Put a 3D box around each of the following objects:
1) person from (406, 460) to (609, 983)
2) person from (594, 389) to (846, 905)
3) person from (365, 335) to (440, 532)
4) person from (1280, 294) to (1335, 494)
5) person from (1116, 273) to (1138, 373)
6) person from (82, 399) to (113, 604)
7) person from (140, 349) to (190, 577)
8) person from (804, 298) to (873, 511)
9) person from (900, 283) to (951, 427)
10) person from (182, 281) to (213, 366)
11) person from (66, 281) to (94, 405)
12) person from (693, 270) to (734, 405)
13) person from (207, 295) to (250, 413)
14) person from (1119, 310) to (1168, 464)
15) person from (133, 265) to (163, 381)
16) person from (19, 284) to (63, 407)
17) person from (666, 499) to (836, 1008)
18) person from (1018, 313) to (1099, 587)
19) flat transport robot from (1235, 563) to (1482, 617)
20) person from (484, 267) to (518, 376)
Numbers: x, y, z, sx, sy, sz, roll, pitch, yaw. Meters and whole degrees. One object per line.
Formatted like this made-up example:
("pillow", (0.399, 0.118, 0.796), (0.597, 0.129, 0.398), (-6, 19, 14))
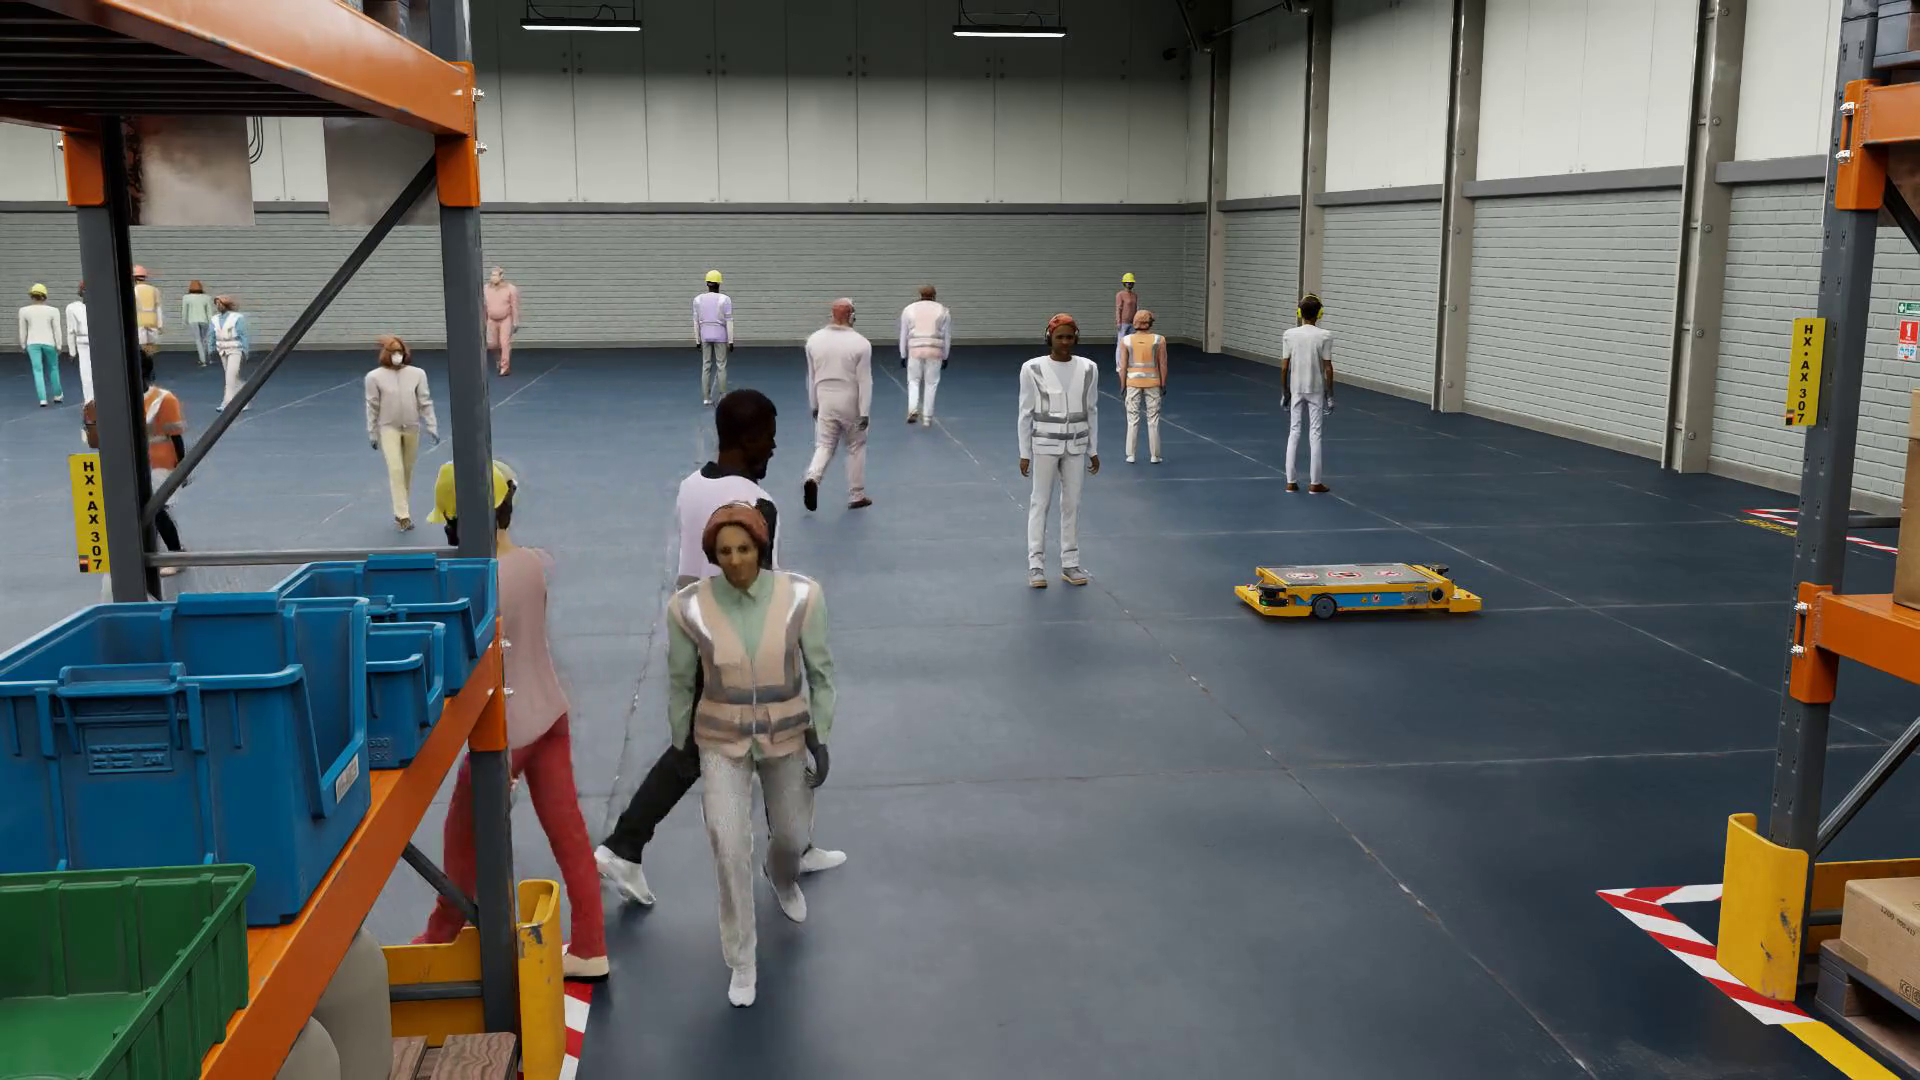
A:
("person", (-1.525, 0.589, 5.289), (0.860, 1.712, 0.556), (2, 10, 9))
("person", (-0.892, 0.388, 6.038), (0.945, 1.876, 0.600), (-8, 13, -37))
("person", (-4.548, -0.867, 13.632), (0.519, 1.595, 0.810), (-8, 13, -38))
("person", (3.272, -1.369, 15.634), (0.532, 1.876, 0.321), (6, 12, 29))
("person", (2.974, -3.842, 29.489), (0.533, 1.768, 0.311), (-9, 14, -42))
("person", (-4.163, 0.068, 8.462), (0.618, 1.611, 0.510), (-4, 11, -22))
("person", (-5.655, -0.505, 11.500), (0.551, 1.641, 0.886), (3, 11, 14))
("person", (-1.064, -1.176, 14.561), (0.647, 1.878, 0.798), (4, 11, 20))
("person", (-0.431, -2.331, 21.057), (0.647, 1.822, 0.460), (1, 10, 4))
("person", (-14.273, -4.051, 31.126), (0.503, 1.585, 0.842), (-9, 14, -40))
("person", (-11.158, -2.415, 21.436), (0.602, 1.842, 0.910), (-5, 11, -25))
("person", (-3.512, -2.885, 23.798), (0.591, 1.927, 0.366), (2, 11, 12))
("person", (-10.003, -2.509, 22.596), (0.548, 1.599, 0.802), (4, 11, 20))
("person", (1.945, -1.620, 17.657), (0.513, 1.639, 0.311), (2, 10, 10))
("person", (-13.732, -3.628, 27.881), (0.649, 1.919, 0.570), (8, 13, 37))
("person", (-13.147, -2.791, 23.828), (0.540, 1.721, 0.884), (-4, 11, -23))
("person", (-0.681, 0.631, 5.392), (0.524, 1.608, 0.626), (-2, 10, -10))
("person", (0.683, -0.615, 11.473), (0.583, 1.882, 0.338), (-3, 11, -16))
("flat transport robot", (2.570, 0.315, 10.798), (1.431, 0.197, 0.652), (-1, 10, -7))
("person", (-7.960, -3.779, 28.797), (0.659, 1.891, 0.477), (1, 10, 3))
